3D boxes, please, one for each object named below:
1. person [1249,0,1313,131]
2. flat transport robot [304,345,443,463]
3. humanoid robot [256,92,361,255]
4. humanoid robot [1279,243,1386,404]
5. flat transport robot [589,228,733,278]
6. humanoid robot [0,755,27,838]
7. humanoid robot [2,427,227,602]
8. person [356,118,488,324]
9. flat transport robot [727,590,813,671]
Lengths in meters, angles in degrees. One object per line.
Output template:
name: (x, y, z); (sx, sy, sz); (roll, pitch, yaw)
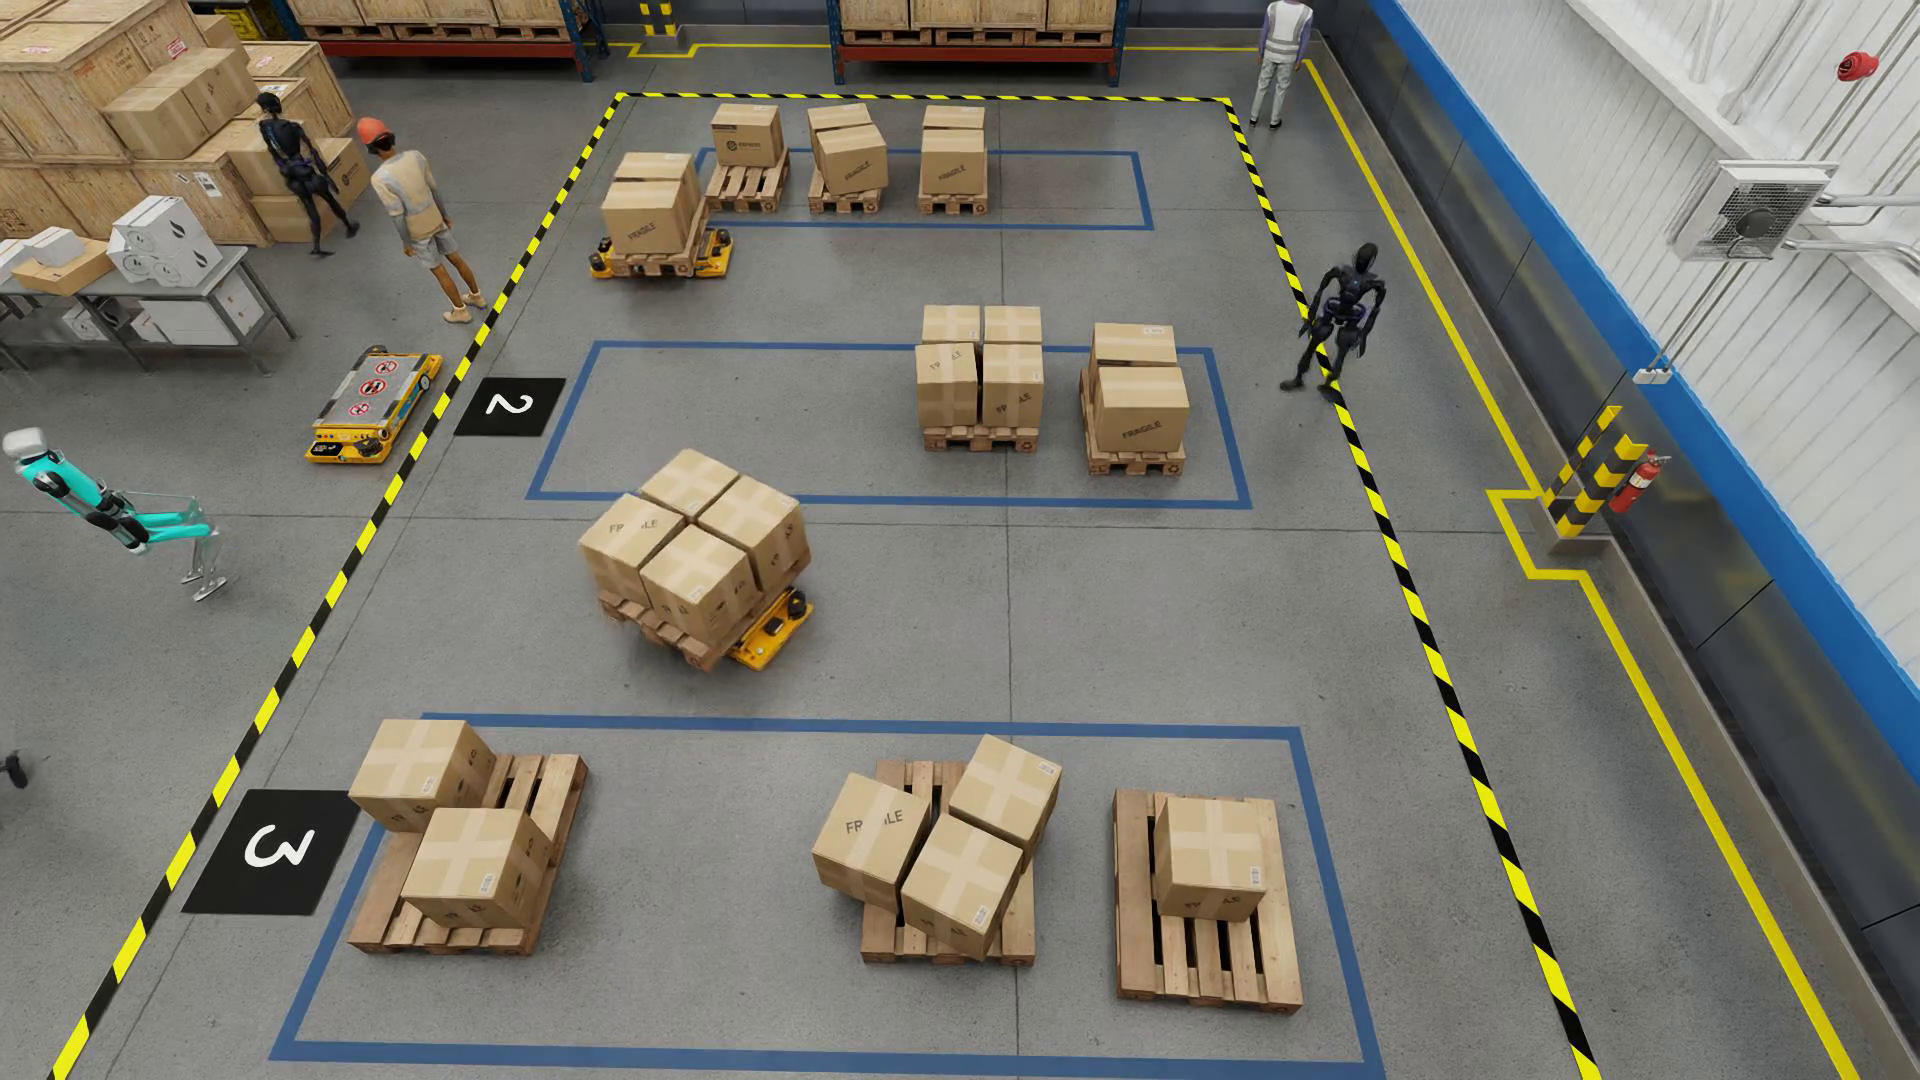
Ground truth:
person: (4.030, -6.098, 11.499); (0.589, 1.837, 0.404); (21, 53, 17)
flat transport robot: (-5.383, -1.269, 8.441); (0.659, 0.231, 1.431); (1, 50, 1)
humanoid robot: (-7.010, -3.864, 9.756); (0.590, 1.641, 0.746); (6, 50, 5)
humanoid robot: (3.312, -1.896, 8.051); (0.606, 1.637, 0.360); (20, 53, 16)
flat transport robot: (-3.255, -3.143, 10.008); (1.431, 0.197, 0.652); (-1, 50, -1)
humanoid robot: (-6.268, 1.283, 5.388); (0.603, 1.631, 0.753); (-1, 50, -1)
humanoid robot: (-5.792, -0.237, 6.518); (0.735, 1.676, 0.533); (-37, 59, -27)
person: (-5.148, -3.002, 8.754); (0.400, 2.029, 0.612); (14, 51, 12)
flat transport robot: (-1.895, 0.406, 7.005); (1.431, 0.197, 0.652); (25, 54, 20)
